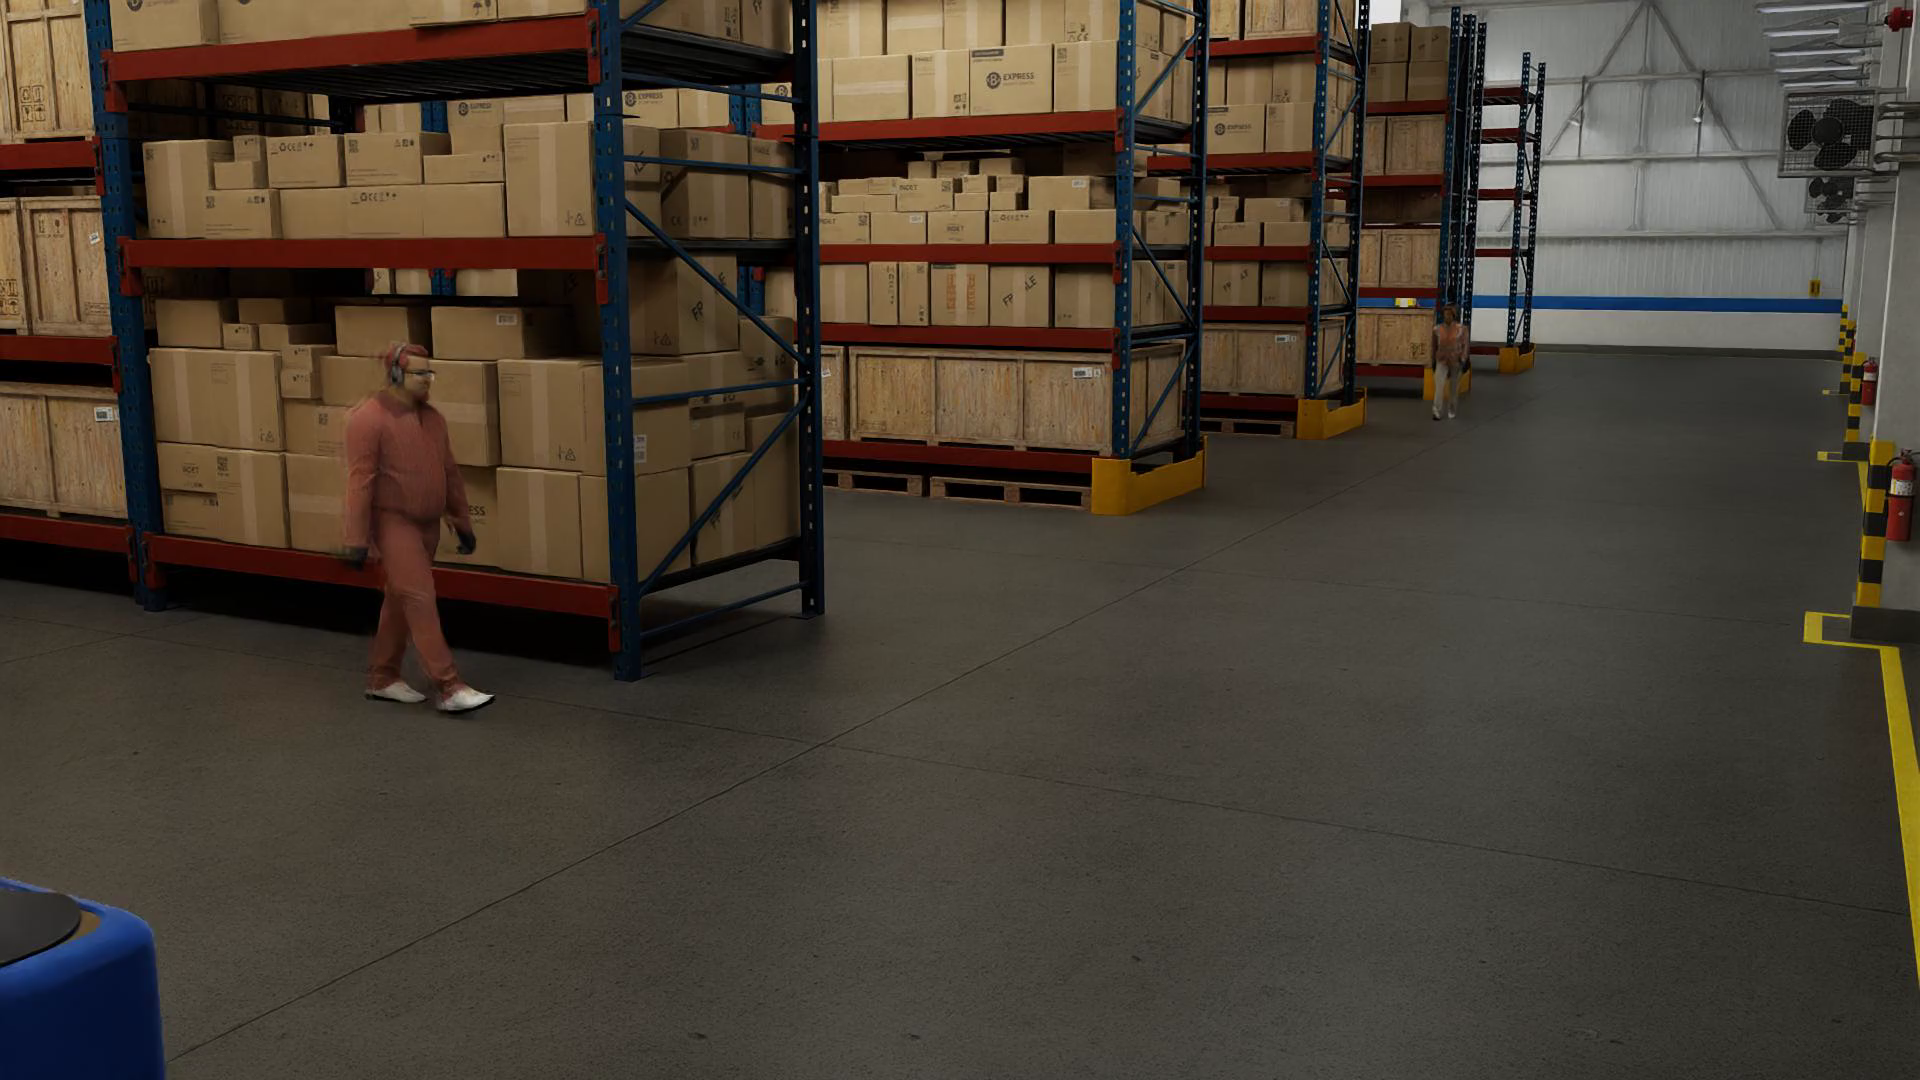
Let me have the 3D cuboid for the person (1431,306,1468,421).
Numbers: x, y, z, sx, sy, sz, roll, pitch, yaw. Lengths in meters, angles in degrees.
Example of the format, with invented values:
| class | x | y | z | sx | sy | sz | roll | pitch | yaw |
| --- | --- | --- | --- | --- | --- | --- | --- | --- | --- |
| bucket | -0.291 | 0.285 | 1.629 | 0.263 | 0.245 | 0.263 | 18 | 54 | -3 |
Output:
| class | x | y | z | sx | sy | sz | roll | pitch | yaw |
| --- | --- | --- | --- | --- | --- | --- | --- | --- | --- |
| person | 6.836 | -2.469 | 23.272 | 0.513 | 1.594 | 0.851 | 4 | 11 | 23 |

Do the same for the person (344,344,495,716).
| class | x | y | z | sx | sy | sz | roll | pitch | yaw |
| --- | --- | --- | --- | --- | --- | --- | --- | --- | --- |
| person | -2.686 | -0.045 | 8.426 | 0.939 | 1.865 | 0.678 | 3 | 10 | 17 |
